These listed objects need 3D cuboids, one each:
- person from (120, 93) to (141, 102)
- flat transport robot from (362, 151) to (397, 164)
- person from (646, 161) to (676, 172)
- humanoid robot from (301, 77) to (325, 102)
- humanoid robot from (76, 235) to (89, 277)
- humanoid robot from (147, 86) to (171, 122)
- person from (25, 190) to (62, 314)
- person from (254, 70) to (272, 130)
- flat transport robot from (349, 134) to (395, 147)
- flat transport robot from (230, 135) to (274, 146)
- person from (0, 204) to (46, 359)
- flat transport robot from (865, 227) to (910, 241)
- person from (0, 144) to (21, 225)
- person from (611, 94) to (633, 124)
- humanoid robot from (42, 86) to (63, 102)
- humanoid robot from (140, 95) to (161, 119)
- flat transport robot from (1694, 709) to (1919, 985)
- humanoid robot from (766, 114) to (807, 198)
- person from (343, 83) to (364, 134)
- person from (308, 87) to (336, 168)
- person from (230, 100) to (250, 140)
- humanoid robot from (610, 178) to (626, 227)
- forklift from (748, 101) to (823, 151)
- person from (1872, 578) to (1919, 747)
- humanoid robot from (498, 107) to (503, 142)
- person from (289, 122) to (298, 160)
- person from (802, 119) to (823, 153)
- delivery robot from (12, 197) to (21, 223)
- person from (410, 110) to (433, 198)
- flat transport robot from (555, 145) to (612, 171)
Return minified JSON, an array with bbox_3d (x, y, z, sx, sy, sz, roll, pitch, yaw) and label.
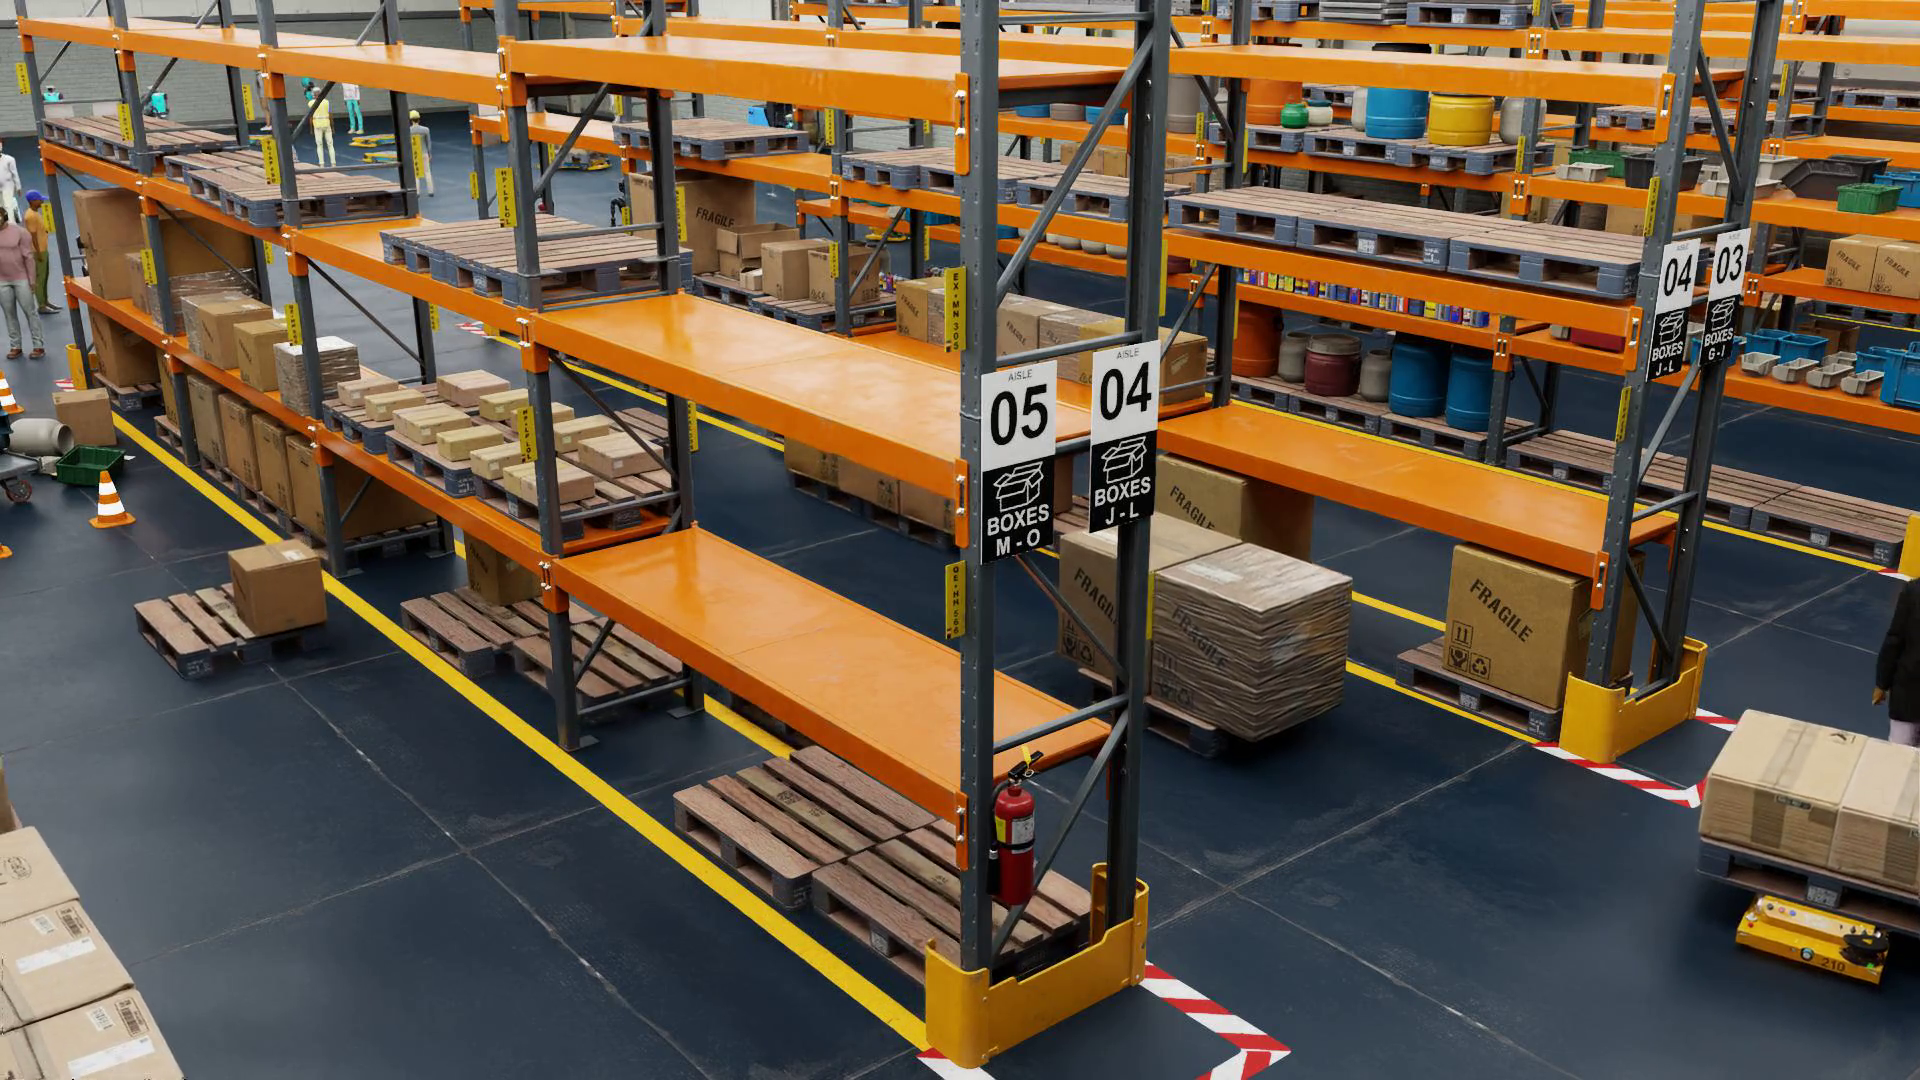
[{"bbox_3d":[-21.898,-11.322,44.003,0.318,1.696,0.532,12,23,31],"label":"person"},{"bbox_3d":[-13.711,-9.239,40.229,1.431,0.231,0.659,11,22,28],"label":"flat transport robot"},{"bbox_3d":[-5.044,-5.957,28.333,0.368,1.965,0.601,17,26,40],"label":"person"},{"bbox_3d":[-19.314,-13.364,49.827,0.539,1.841,0.746,16,25,39],"label":"humanoid robot"},{"bbox_3d":[-10.263,-3.037,20.167,0.533,1.674,0.735,-15,24,-37],"label":"humanoid robot"},{"bbox_3d":[-19.860,-10.273,41.074,0.807,1.848,0.565,14,23,34],"label":"humanoid robot"},{"bbox_3d":[-12.796,-4.019,23.201,0.381,1.712,0.446,-6,20,-18],"label":"person"},{"bbox_3d":[-19.994,-12.723,47.723,0.404,1.877,0.497,-5,20,-13],"label":"person"},{"bbox_3d":[-15.400,-10.557,43.982,0.659,0.231,1.431,9,21,24],"label":"flat transport robot"},{"bbox_3d":[-18.865,-10.591,44.079,1.431,0.231,0.659,-2,19,-6],"label":"flat transport robot"},{"bbox_3d":[-11.707,-3.196,20.540,0.620,1.932,0.371,-3,20,-8],"label":"person"},{"bbox_3d":[-1.070,-5.532,29.680,0.659,0.231,1.431,9,21,23],"label":"flat transport robot"},{"bbox_3d":[-17.081,-6.252,29.558,0.584,1.705,0.863,1,19,2],"label":"person"},{"bbox_3d":[-9.331,-11.956,45.578,0.937,1.847,0.543,-17,26,-40],"label":"person"},{"bbox_3d":[-22.247,-10.298,41.080,1.035,1.745,0.544,18,26,42],"label":"humanoid robot"},{"bbox_3d":[-19.408,-9.856,39.933,0.611,1.625,0.769,2,19,5],"label":"humanoid robot"},{"bbox_3d":[4.580,1.825,8.742,0.659,0.231,1.431,13,23,33],"label":"flat transport robot"},{"bbox_3d":[-3.664,-7.803,33.979,1.047,1.743,0.550,-1,19,-2],"label":"humanoid robot"},{"bbox_3d":[-17.084,-12.393,46.749,0.480,1.909,0.363,4,20,10],"label":"person"},{"bbox_3d":[-14.844,-9.564,38.714,0.527,1.891,0.401,-8,21,-22],"label":"person"},{"bbox_3d":[-18.095,-10.640,41.837,0.398,1.848,0.777,-4,20,-11],"label":"person"},{"bbox_3d":[-4.919,-4.523,24.664,0.599,1.657,0.315,-15,24,-37],"label":"humanoid robot"},{"bbox_3d":[-4.526,-11.368,42.374,1.129,2.768,1.873,-15,24,-37],"label":"forklift"},{"bbox_3d":[5.424,0.815,9.264,0.607,1.837,0.563,11,22,28],"label":"person"},{"bbox_3d":[-12.221,-11.464,44.430,0.589,1.640,0.435,8,21,21],"label":"humanoid robot"},{"bbox_3d":[-12.311,-6.812,30.908,0.652,1.865,0.603,-8,21,-20],"label":"person"},{"bbox_3d":[-3.340,-8.710,36.518,0.533,1.733,0.848,-16,25,-39],"label":"person"},{"bbox_3d":[-17.938,-6.238,31.246,0.499,0.587,0.788,-8,21,-21],"label":"delivery robot"},{"bbox_3d":[-11.189,-7.975,34.375,0.530,1.766,0.323,-11,22,-28],"label":"person"},{"bbox_3d":[-8.991,-8.854,39.135,1.431,0.231,0.659,4,20,12],"label":"flat transport robot"}]
